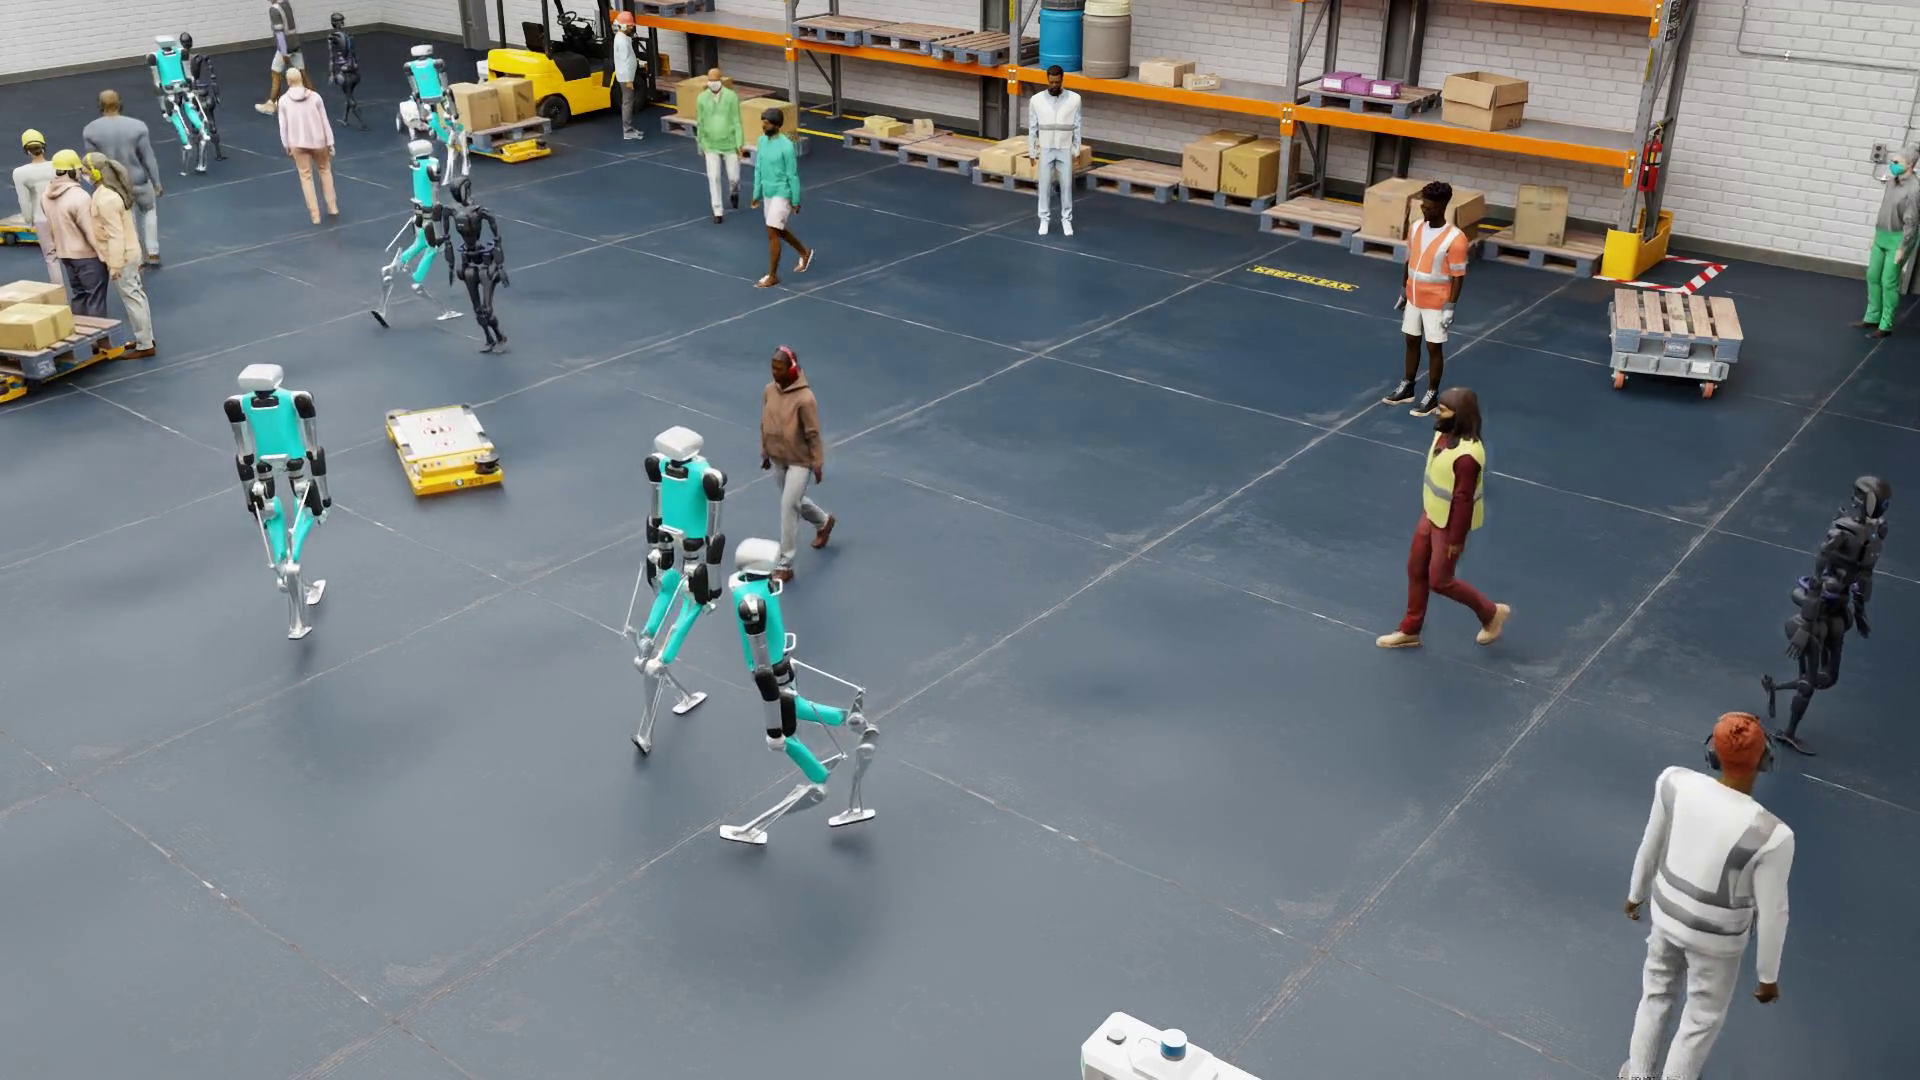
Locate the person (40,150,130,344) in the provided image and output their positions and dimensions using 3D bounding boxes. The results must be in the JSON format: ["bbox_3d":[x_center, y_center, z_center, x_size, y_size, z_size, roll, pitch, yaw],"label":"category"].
[{"bbox_3d":[-8.014,-2.611,15.159,0.809,1.856,0.435,14,29,27],"label":"person"}]

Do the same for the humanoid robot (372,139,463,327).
[{"bbox_3d":[-5.328,-2.872,15.847,0.961,1.767,0.531,-19,32,-34],"label":"humanoid robot"}]

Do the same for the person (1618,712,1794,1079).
[{"bbox_3d":[2.911,1.543,6.553,0.374,1.864,0.663,-16,30,-30],"label":"person"}]

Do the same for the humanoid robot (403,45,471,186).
[{"bbox_3d":[-6.591,-5.427,21.128,0.600,1.755,0.953,1,26,1],"label":"humanoid robot"}]

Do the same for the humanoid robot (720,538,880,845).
[{"bbox_3d":[-0.726,0.796,8.263,1.011,1.748,0.533,-2,26,-4],"label":"humanoid robot"}]

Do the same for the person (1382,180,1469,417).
[{"bbox_3d":[3.866,-1.998,13.759,0.363,1.963,0.611,-14,29,-27],"label":"person"}]

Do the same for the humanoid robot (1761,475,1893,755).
[{"bbox_3d":[4.730,0.363,9.197,0.599,1.636,0.475,-14,29,-27],"label":"humanoid robot"}]

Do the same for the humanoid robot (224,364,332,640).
[{"bbox_3d":[-4.204,-0.166,10.263,0.547,1.748,1.039,-2,26,-5],"label":"humanoid robot"}]

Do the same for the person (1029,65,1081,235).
[{"bbox_3d":[1.071,-4.414,18.836,0.594,1.907,0.408,0,26,-1],"label":"person"}]

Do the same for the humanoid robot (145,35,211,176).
[{"bbox_3d":[-9.918,-5.507,21.321,0.694,1.830,0.547,22,34,38],"label":"humanoid robot"}]

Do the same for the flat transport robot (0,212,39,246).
[{"bbox_3d":[-10.270,-3.517,18.853,1.431,0.231,0.659,4,26,8],"label":"flat transport robot"}]

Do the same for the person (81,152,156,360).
[{"bbox_3d":[-7.584,-2.573,15.056,0.408,1.875,0.554,-8,27,-17],"label":"person"}]

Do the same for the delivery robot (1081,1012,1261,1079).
[{"bbox_3d":[0.858,2.231,6.638,0.804,0.610,0.499,18,31,33],"label":"delivery robot"}]

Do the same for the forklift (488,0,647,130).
[{"bbox_3d":[-5.874,-7.334,24.552,1.214,2.155,2.313,19,32,34],"label":"forklift"}]

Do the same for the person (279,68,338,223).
[{"bbox_3d":[-7.612,-4.621,19.422,0.573,1.756,0.634,-11,28,-21],"label":"person"}]

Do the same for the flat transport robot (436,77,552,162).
[{"bbox_3d":[-6.340,-5.406,22.766,1.431,0.231,0.659,18,31,33],"label":"flat transport robot"}]

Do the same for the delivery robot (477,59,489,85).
[{"bbox_3d":[-7.454,-7.533,26.861,0.783,0.611,0.519,21,33,37],"label":"delivery robot"}]

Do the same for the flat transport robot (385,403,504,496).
[{"bbox_3d":[-4.080,-0.735,13.093,0.659,0.231,1.431,-12,28,-23],"label":"flat transport robot"}]

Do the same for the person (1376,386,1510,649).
[{"bbox_3d":[3.006,-0.108,10.098,0.699,1.748,0.476,-2,26,-5],"label":"person"}]

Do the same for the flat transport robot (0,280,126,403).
[{"bbox_3d":[-8.233,-1.560,14.801,0.659,0.231,1.431,9,27,18],"label":"flat transport robot"}]

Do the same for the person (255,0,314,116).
[{"bbox_3d":[-10.153,-7.343,24.800,1.010,1.996,0.632,2,26,5],"label":"person"}]

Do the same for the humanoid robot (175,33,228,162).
[{"bbox_3d":[-10.162,-5.901,22.157,0.599,1.656,0.315,-2,26,-4],"label":"humanoid robot"}]

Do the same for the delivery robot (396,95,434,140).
[{"bbox_3d":[-7.776,-6.057,23.789,0.499,0.598,0.789,-12,28,-24],"label":"delivery robot"}]

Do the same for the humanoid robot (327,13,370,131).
[{"bbox_3d":[-8.897,-6.727,23.918,0.708,1.632,0.597,8,27,16],"label":"humanoid robot"}]

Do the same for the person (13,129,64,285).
[{"bbox_3d":[-8.934,-3.153,16.387,0.522,1.760,0.321,-16,30,-30],"label":"person"}]

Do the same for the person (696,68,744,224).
[{"bbox_3d":[-2.792,-4.632,19.445,0.553,1.760,0.684,-2,26,-4],"label":"person"}]

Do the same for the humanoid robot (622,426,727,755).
[{"bbox_3d":[-1.703,0.338,9.239,0.543,1.823,0.895,16,30,29],"label":"humanoid robot"}]

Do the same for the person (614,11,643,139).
[{"bbox_3d":[-4.672,-6.544,23.431,0.352,1.740,0.571,-6,26,-12],"label":"person"}]

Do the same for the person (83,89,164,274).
[{"bbox_3d":[-8.747,-3.784,17.508,0.677,1.913,0.582,-7,27,-13],"label":"person"}]

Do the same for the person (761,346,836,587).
[{"bbox_3d":[-1.095,-0.552,11.150,0.477,1.624,0.765,18,31,33],"label":"person"}]

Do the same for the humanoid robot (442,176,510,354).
[{"bbox_3d":[-4.385,-2.504,15.137,0.612,1.639,0.380,6,26,12],"label":"humanoid robot"}]

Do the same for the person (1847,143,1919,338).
[{"bbox_3d":[8.742,-2.815,15.607,0.362,1.836,0.543,-2,26,-4],"label":"person"}]

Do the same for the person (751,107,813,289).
[{"bbox_3d":[-1.849,-3.569,17.186,0.838,1.818,0.491,-23,34,-39],"label":"person"}]
